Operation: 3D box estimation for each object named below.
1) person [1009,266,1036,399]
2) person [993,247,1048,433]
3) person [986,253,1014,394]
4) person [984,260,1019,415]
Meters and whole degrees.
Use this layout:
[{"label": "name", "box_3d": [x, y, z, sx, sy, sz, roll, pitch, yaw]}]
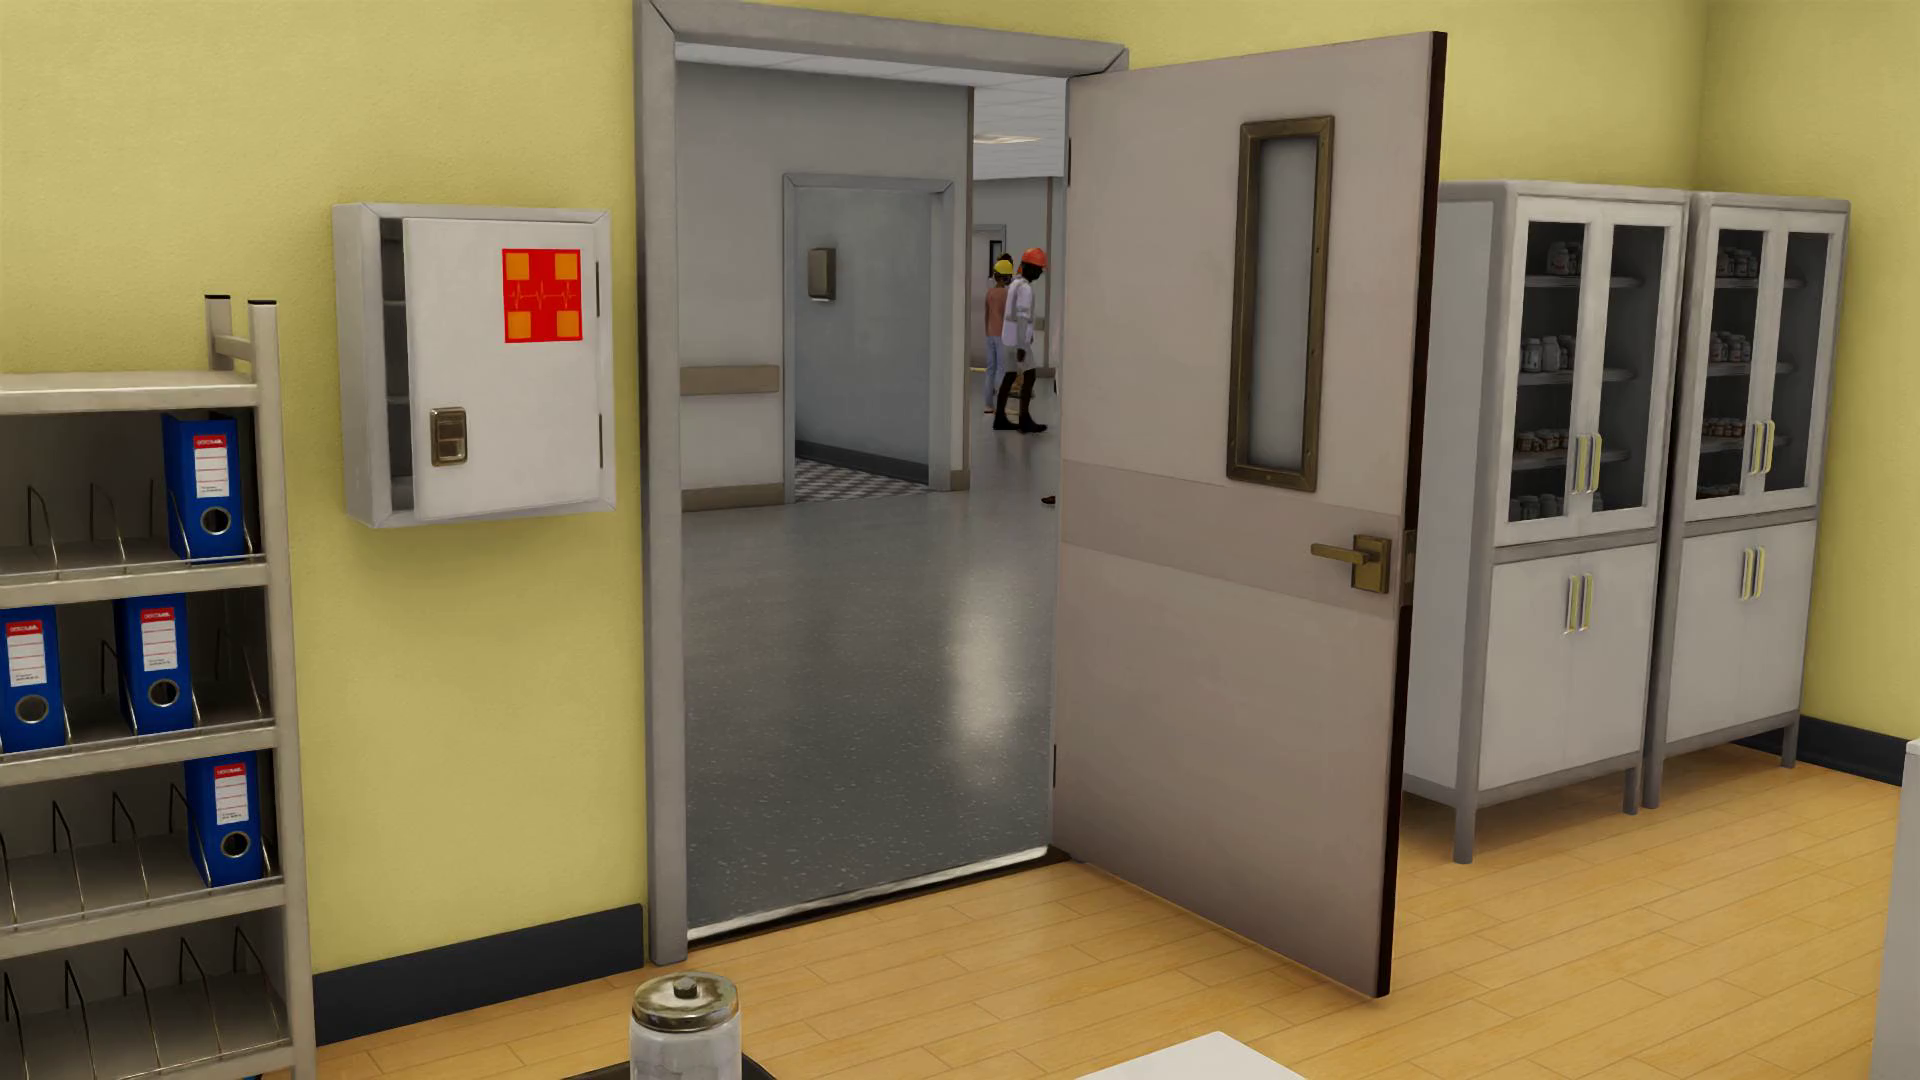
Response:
[{"label": "person", "box_3d": [0.823, -2.683, 21.329, 0.343, 1.747, 0.572, 5, 10, 23]}, {"label": "person", "box_3d": [0.650, -2.043, 17.060, 0.500, 1.905, 0.638, -1, 10, -12]}, {"label": "person", "box_3d": [0.561, -2.861, 22.093, 0.559, 1.858, 0.397, -8, 13, -42]}, {"label": "person", "box_3d": [0.476, -2.314, 19.059, 0.311, 1.768, 0.532, -5, 11, -32]}]
